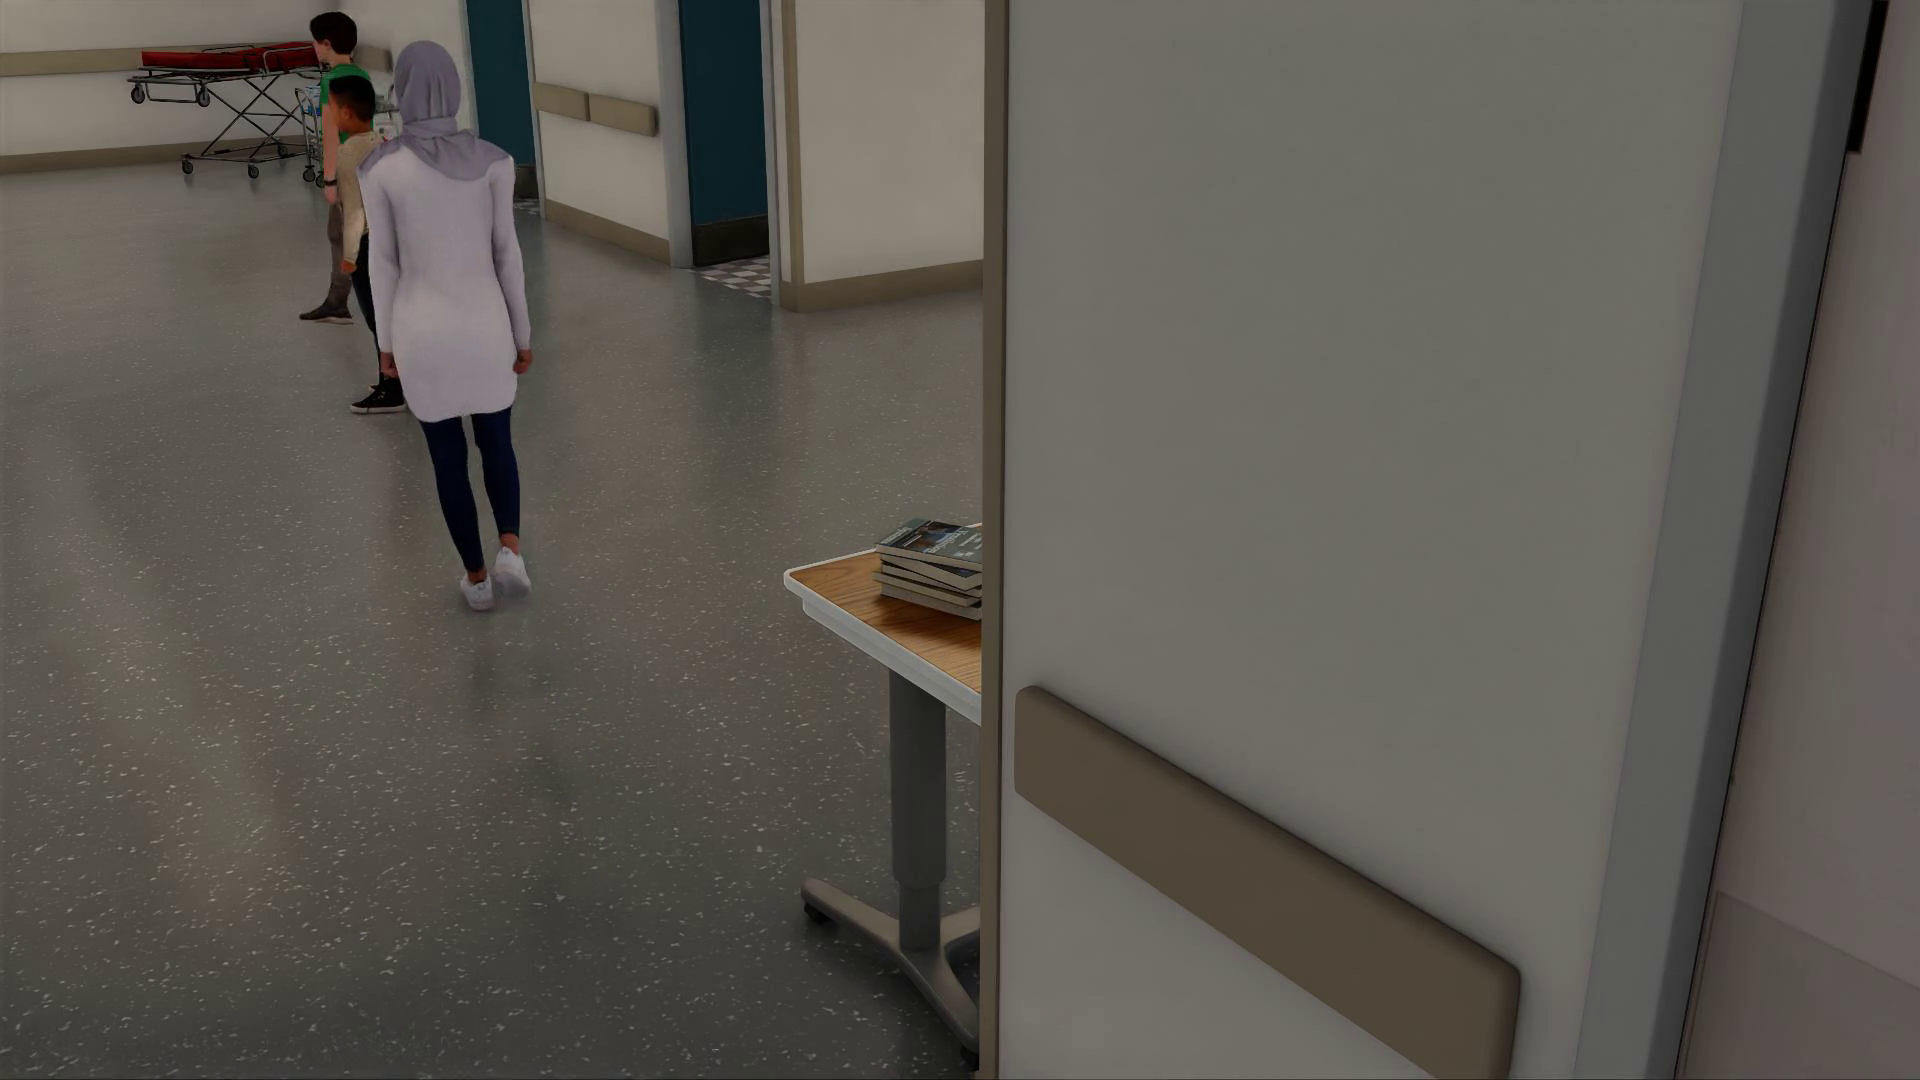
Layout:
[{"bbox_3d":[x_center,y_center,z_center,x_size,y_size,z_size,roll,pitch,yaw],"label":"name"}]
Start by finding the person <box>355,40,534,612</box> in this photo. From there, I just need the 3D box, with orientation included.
[{"bbox_3d":[-1.528,-0.579,5.033,0.693,1.766,0.806,-9,22,-21],"label":"person"}]

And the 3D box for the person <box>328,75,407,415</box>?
[{"bbox_3d":[-2.602,-1.308,7.385,0.694,1.465,0.615,1,21,3],"label":"person"}]
